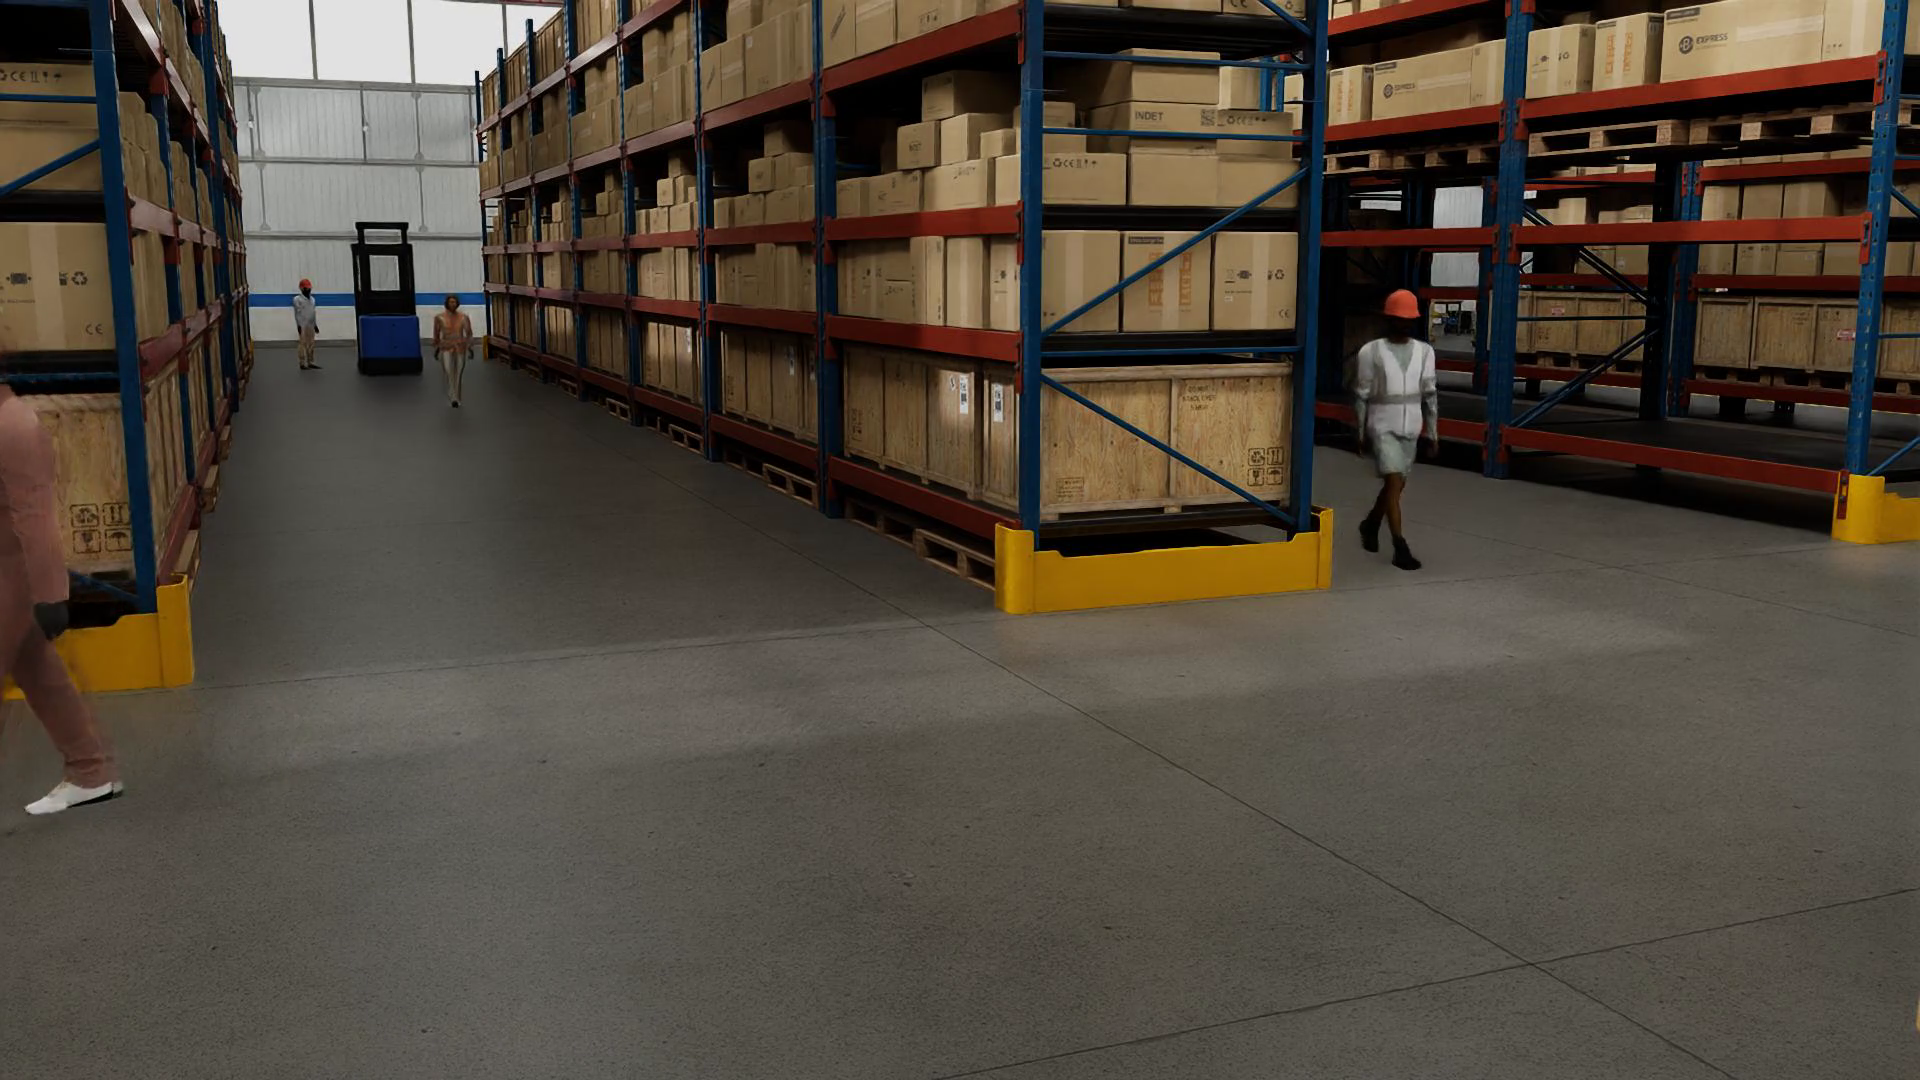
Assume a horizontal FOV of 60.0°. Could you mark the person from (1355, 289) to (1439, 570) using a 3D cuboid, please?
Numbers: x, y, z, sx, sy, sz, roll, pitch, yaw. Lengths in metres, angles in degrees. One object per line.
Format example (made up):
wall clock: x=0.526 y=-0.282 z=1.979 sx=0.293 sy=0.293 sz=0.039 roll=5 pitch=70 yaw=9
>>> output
person: x=2.999 y=-0.791 z=11.549 sx=0.554 sy=1.904 sz=0.956 roll=-2 pitch=10 yaw=-11

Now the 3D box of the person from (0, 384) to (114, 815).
person: x=-3.562 y=0.160 z=5.962 sx=0.678 sy=1.856 sz=0.980 roll=9 pitch=13 yaw=43

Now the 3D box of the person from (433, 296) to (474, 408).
person: x=-7.202 y=-2.679 z=23.724 sx=0.543 sy=1.588 sz=0.845 roll=-5 pitch=11 yaw=-27

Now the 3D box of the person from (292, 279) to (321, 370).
person: x=-12.678 y=-4.188 z=32.310 sx=0.327 sy=1.753 sz=0.563 roll=3 pitch=10 yaw=18

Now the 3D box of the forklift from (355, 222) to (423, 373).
forklift: x=-10.804 y=-4.581 z=31.305 sx=1.129 sy=2.768 sz=1.873 roll=-4 pitch=10 yaw=-22
